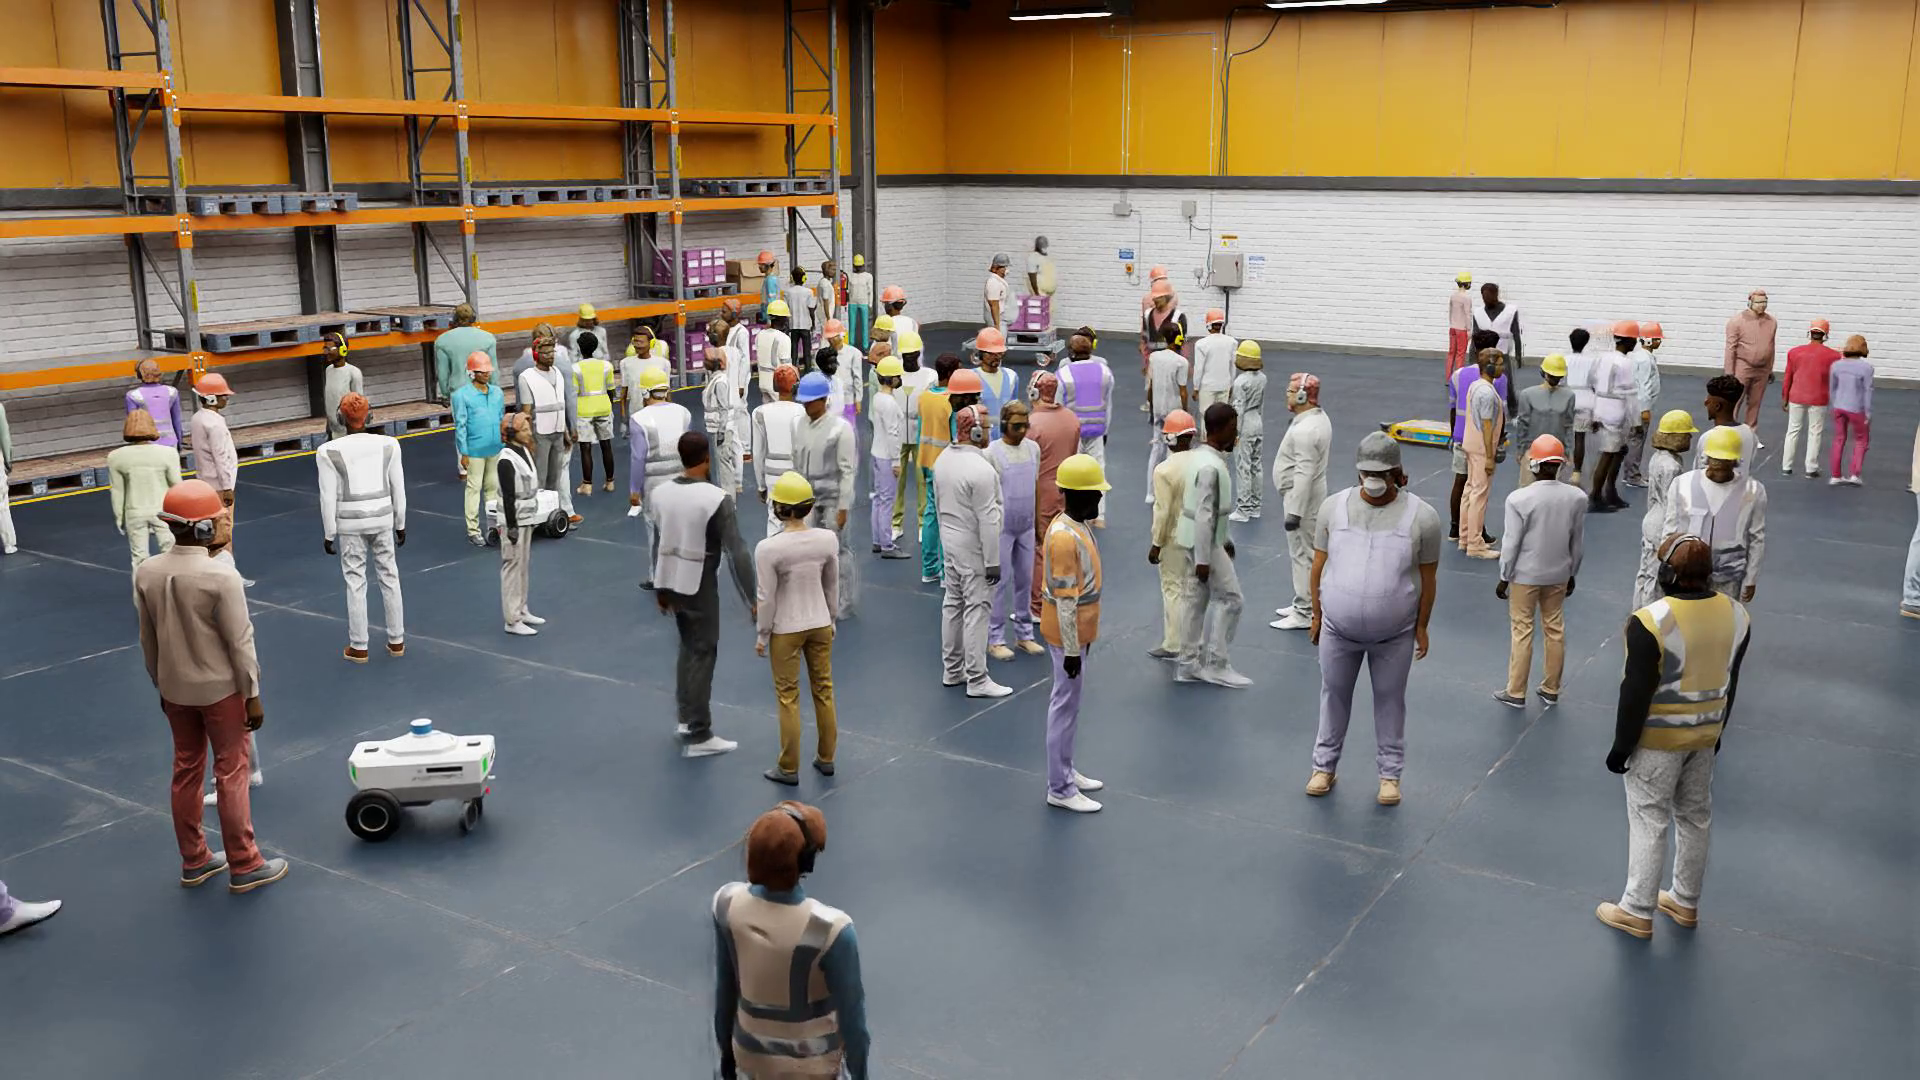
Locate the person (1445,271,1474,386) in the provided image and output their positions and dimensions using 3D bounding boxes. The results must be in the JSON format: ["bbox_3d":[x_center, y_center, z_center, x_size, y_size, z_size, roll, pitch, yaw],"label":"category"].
[{"bbox_3d":[7.601,-3.189,25.233,0.305,1.772,0.525,-4,14,-17],"label":"person"}]

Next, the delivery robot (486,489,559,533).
[{"bbox_3d":[-3.981,-0.295,15.134,0.477,0.478,0.707,6,14,24],"label":"delivery robot"}]

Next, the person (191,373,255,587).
[{"bbox_3d":[-6.022,-0.485,13.539,0.336,1.749,0.575,-10,17,-38],"label":"person"}]

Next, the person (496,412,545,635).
[{"bbox_3d":[-3.250,-0.128,12.241,0.314,1.640,0.516,0,13,0],"label":"person"}]

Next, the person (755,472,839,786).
[{"bbox_3d":[-0.904,0.492,9.268,0.522,1.771,0.301,-9,16,-35],"label":"person"}]

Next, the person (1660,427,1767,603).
[{"bbox_3d":[4.724,0.184,10.484,0.592,1.825,0.403,6,14,26],"label":"person"}]

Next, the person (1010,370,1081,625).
[{"bbox_3d":[0.610,-0.319,12.483,0.407,1.910,0.640,11,17,41],"label":"person"}]

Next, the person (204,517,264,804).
[{"bbox_3d":[-4.023,0.627,9.015,0.278,1.630,0.530,-1,13,-5],"label":"person"}]

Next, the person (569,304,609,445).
[{"bbox_3d":[-4.556,-2.054,20.422,0.509,1.716,0.609,-13,18,-43],"label":"person"}]

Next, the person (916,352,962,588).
[{"bbox_3d":[-0.136,-0.569,13.545,0.373,1.916,0.596,-9,16,-35],"label":"person"}]

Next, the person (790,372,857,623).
[{"bbox_3d":[-1.054,-0.297,12.368,0.682,1.914,0.691,9,16,35],"label":"person"}]

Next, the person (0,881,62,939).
[{"bbox_3d":[-4.412,0.954,7.065,0.937,1.861,0.665,-5,14,-22],"label":"person"}]

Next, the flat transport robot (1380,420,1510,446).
[{"bbox_3d":[5.883,-1.289,20.275,1.431,0.197,0.652,12,18,42],"label":"flat transport robot"}]

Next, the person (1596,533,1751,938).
[{"bbox_3d":[3.167,0.874,7.452,0.621,1.845,0.429,-5,14,-20],"label":"person"}]

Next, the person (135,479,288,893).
[{"bbox_3d":[-3.565,0.697,7.884,0.618,1.994,0.380,4,14,18],"label":"person"}]

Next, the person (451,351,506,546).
[{"bbox_3d":[-4.313,-0.837,15.063,0.324,1.752,0.561,8,15,31],"label":"person"}]

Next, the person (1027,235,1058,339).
[{"bbox_3d":[1.614,-4.808,31.660,0.542,2.000,0.705,10,16,38],"label":"person"}]

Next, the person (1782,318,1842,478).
[{"bbox_3d":[9.313,-1.553,18.207,0.573,1.739,0.355,9,16,35],"label":"person"}]

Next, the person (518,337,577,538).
[{"bbox_3d":[-3.838,-0.960,15.394,0.380,1.845,0.570,6,14,24],"label":"person"}]

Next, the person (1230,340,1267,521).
[{"bbox_3d":[2.752,-1.052,16.017,0.289,1.746,0.487,10,17,38],"label":"person"}]

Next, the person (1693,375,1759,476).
[{"bbox_3d":[5.362,-0.189,11.786,0.610,1.964,0.366,-10,16,-36],"label":"person"}]

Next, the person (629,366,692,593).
[{"bbox_3d":[-2.414,-0.481,13.344,0.404,1.834,0.592,11,17,40],"label":"person"}]

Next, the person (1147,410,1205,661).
[{"bbox_3d":[1.513,-0.037,11.595,0.573,1.748,0.342,-11,17,-40],"label":"person"}]

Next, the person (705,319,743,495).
[{"bbox_3d":[-2.431,-1.336,17.027,0.344,1.847,0.504,6,14,24],"label":"person"}]

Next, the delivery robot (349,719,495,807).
[{"bbox_3d":[-2.811,1.182,8.729,0.707,0.478,0.477,-2,13,-10],"label":"delivery robot"}]

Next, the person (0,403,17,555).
[{"bbox_3d":[-8.542,-0.649,14.500,0.514,1.641,0.308,-10,16,-36],"label":"person"}]

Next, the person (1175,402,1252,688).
[{"bbox_3d":[1.714,0.038,10.952,0.589,1.902,0.610,1,13,3],"label":"person"}]

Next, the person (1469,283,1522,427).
[{"bbox_3d":[6.965,-2.396,21.568,0.668,1.874,0.468,9,16,35],"label":"person"}]

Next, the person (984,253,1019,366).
[{"bbox_3d":[0.634,-3.388,25.501,0.536,2.000,0.684,1,13,6],"label":"person"}]

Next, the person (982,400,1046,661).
[{"bbox_3d":[0.361,-0.069,11.566,0.524,1.834,0.359,-9,16,-34],"label":"person"}]

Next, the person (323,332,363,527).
[{"bbox_3d":[-5.775,-1.012,15.570,0.509,1.872,0.329,8,15,31],"label":"person"}]

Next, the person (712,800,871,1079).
[{"bbox_3d":[-0.536,1.569,4.950,0.525,1.608,0.780,8,15,32],"label":"person"}]

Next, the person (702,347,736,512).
[{"bbox_3d":[-2.371,-1.082,16.368,0.311,1.643,0.521,-3,13,-14],"label":"person"}]

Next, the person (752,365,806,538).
[{"bbox_3d":[-1.332,-0.430,13.021,0.574,1.882,0.356,4,14,16],"label":"person"}]

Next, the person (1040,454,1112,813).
[{"bbox_3d":[0.616,0.488,8.937,0.364,1.928,0.586,2,13,7],"label":"person"}]

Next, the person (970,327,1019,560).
[{"bbox_3d":[0.265,-0.804,14.286,0.616,2.041,0.380,-8,15,-31],"label":"person"}]

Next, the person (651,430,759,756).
[{"bbox_3d":[-1.486,0.324,9.740,0.812,1.891,0.476,10,16,37],"label":"person"}]

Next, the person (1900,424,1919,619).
[{"bbox_3d":[7.423,-0.395,12.617,0.384,1.993,0.622,8,15,31],"label":"person"}]

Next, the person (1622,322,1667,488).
[{"bbox_3d":[7.274,-1.441,17.683,0.325,1.752,0.563,3,13,14],"label":"person"}]

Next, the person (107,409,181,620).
[{"bbox_3d":[-6.063,-0.166,12.447,0.504,1.628,0.277,-3,13,-14],"label":"person"}]

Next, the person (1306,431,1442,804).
[{"bbox_3d":[2.208,0.423,8.971,0.676,2.000,0.536,5,14,20],"label":"person"}]
